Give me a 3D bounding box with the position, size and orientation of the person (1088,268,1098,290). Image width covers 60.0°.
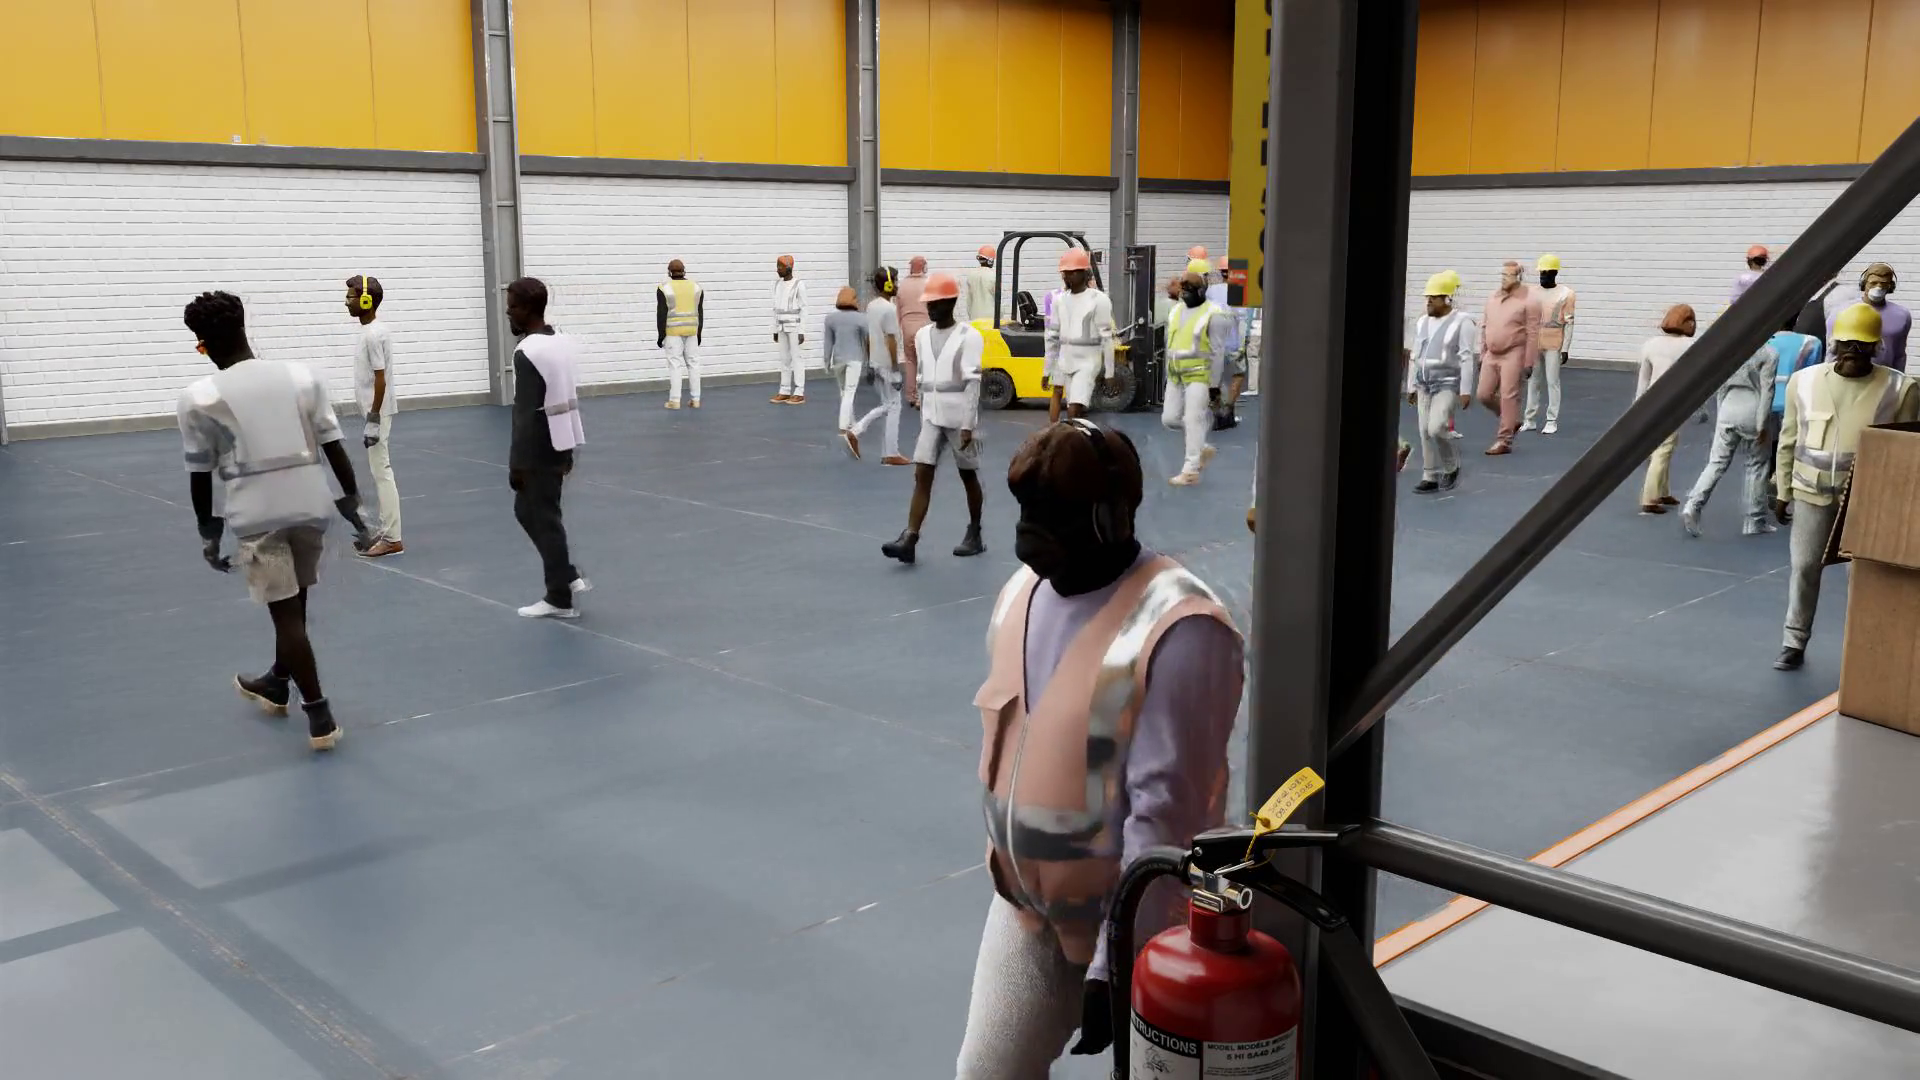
[{"bbox_3d":[1.973,-3.450,26.059,0.523,1.636,0.310,-6,12,-30],"label":"person"}]

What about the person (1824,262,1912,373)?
[{"bbox_3d":[6.693,-1.078,12.310,0.629,1.937,0.378,-1,10,-5],"label":"person"}]

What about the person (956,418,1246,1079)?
[{"bbox_3d":[0.157,0.692,3.002,0.922,1.800,0.637,-8,13,-37],"label":"person"}]

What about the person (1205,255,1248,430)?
[{"bbox_3d":[2.916,-2.156,18.218,0.542,1.922,0.415,7,12,33],"label":"person"}]

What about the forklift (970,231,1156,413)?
[{"bbox_3d":[1.222,-2.721,20.561,2.313,2.155,1.214,2,11,13],"label":"forklift"}]

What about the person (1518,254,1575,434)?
[{"bbox_3d":[6.315,-2.109,17.952,0.369,1.928,0.585,-9,14,-40],"label":"person"}]

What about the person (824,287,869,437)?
[{"bbox_3d":[-1.189,-1.886,17.675,0.501,1.583,0.897,3,11,16],"label":"person"}]

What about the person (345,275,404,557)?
[{"bbox_3d":[-3.925,-0.823,11.098,0.328,1.872,0.512,-4,11,-21],"label":"person"}]

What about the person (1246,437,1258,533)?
[{"bbox_3d":[1.575,-0.206,7.635,0.544,1.908,0.768,-4,11,-23],"label":"person"}]

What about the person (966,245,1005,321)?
[{"bbox_3d":[0.364,-3.049,22.896,0.612,1.995,0.376,8,13,37],"label":"person"}]

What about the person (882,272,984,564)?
[{"bbox_3d":[-0.127,-0.781,10.804,0.568,1.886,0.977,7,13,34],"label":"person"}]

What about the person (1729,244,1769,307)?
[{"bbox_3d":[10.494,-2.891,21.963,0.613,2.022,0.831,-2,11,-8],"label":"person"}]

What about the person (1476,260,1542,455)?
[{"bbox_3d":[5.356,-1.782,16.249,0.514,1.894,0.663,-6,12,-31],"label":"person"}]

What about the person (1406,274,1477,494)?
[{"bbox_3d":[3.927,-1.272,13.692,0.431,1.813,0.614,-6,12,-31],"label":"person"}]

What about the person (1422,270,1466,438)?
[{"bbox_3d":[5.104,-1.952,17.542,0.317,1.766,0.535,-10,14,-43],"label":"person"}]

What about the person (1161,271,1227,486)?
[{"bbox_3d":[2.008,-1.385,14.261,0.505,1.831,0.645,-8,13,-35],"label":"person"}]

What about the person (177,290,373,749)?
[{"bbox_3d":[-2.937,-0.103,7.083,0.685,1.899,0.946,-10,15,-44],"label":"person"}]

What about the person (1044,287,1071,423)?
[{"bbox_3d":[1.115,-1.869,16.620,0.553,1.933,0.368,-4,11,-23],"label":"person"}]

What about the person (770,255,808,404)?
[{"bbox_3d":[-2.168,-2.664,21.093,0.576,1.886,0.362,10,14,44],"label":"person"}]

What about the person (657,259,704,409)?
[{"bbox_3d":[-3.463,-2.538,20.529,0.623,1.845,0.430,-7,13,-34],"label":"person"}]

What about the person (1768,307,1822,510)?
[{"bbox_3d":[6.272,-1.030,12.738,0.529,1.676,0.662,9,14,41],"label":"person"}]

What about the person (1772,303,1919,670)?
[{"bbox_3d":[4.238,-0.224,7.999,0.603,1.820,0.419,8,13,38],"label":"person"}]

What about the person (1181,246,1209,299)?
[{"bbox_3d":[3.098,-2.895,22.081,0.393,1.985,0.611,0,10,-2],"label":"person"}]

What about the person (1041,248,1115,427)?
[{"bbox_3d":[0.915,-1.447,14.091,0.878,2.013,0.648,-10,14,-43],"label":"person"}]

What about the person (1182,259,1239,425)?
[{"bbox_3d":[2.753,-2.221,18.744,0.955,1.864,0.585,4,11,23],"label":"person"}]

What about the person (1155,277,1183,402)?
[{"bbox_3d":[2.739,-2.544,21.225,0.594,1.589,0.819,-10,14,-42],"label":"person"}]

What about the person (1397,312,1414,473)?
[{"bbox_3d":[3.727,-1.457,14.650,0.867,1.845,0.525,-6,12,-31],"label":"person"}]

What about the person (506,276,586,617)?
[{"bbox_3d":[-2.323,-0.497,9.219,0.459,1.903,0.628,1,10,3],"label":"person"}]

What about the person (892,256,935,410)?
[{"bbox_3d":[-0.455,-2.559,20.562,0.652,1.878,0.821,3,11,17],"label":"person"}]

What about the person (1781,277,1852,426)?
[{"bbox_3d":[8.260,-1.860,16.289,0.963,2.000,0.701,-5,12,-25],"label":"person"}]

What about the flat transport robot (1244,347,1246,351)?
[{"bbox_3d":[5.618,-3.519,30.162,1.431,0.197,0.652,3,11,15],"label":"flat transport robot"}]

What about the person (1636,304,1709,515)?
[{"bbox_3d":[5.496,-0.997,12.756,0.675,1.606,0.494,-5,11,-25],"label":"person"}]

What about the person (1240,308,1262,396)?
[{"bbox_3d":[3.941,-2.713,22.064,0.520,1.634,0.362,-10,14,-44],"label":"person"}]

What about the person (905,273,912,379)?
[{"bbox_3d":[-0.633,-3.221,24.674,0.529,1.690,0.321,4,11,19],"label":"person"}]

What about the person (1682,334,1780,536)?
[{"bbox_3d":[5.497,-0.865,11.752,0.813,1.716,0.492,-6,12,-30],"label":"person"}]

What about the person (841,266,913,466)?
[{"bbox_3d":[-0.734,-1.587,15.315,0.602,1.855,0.516,-5,11,-25],"label":"person"}]
